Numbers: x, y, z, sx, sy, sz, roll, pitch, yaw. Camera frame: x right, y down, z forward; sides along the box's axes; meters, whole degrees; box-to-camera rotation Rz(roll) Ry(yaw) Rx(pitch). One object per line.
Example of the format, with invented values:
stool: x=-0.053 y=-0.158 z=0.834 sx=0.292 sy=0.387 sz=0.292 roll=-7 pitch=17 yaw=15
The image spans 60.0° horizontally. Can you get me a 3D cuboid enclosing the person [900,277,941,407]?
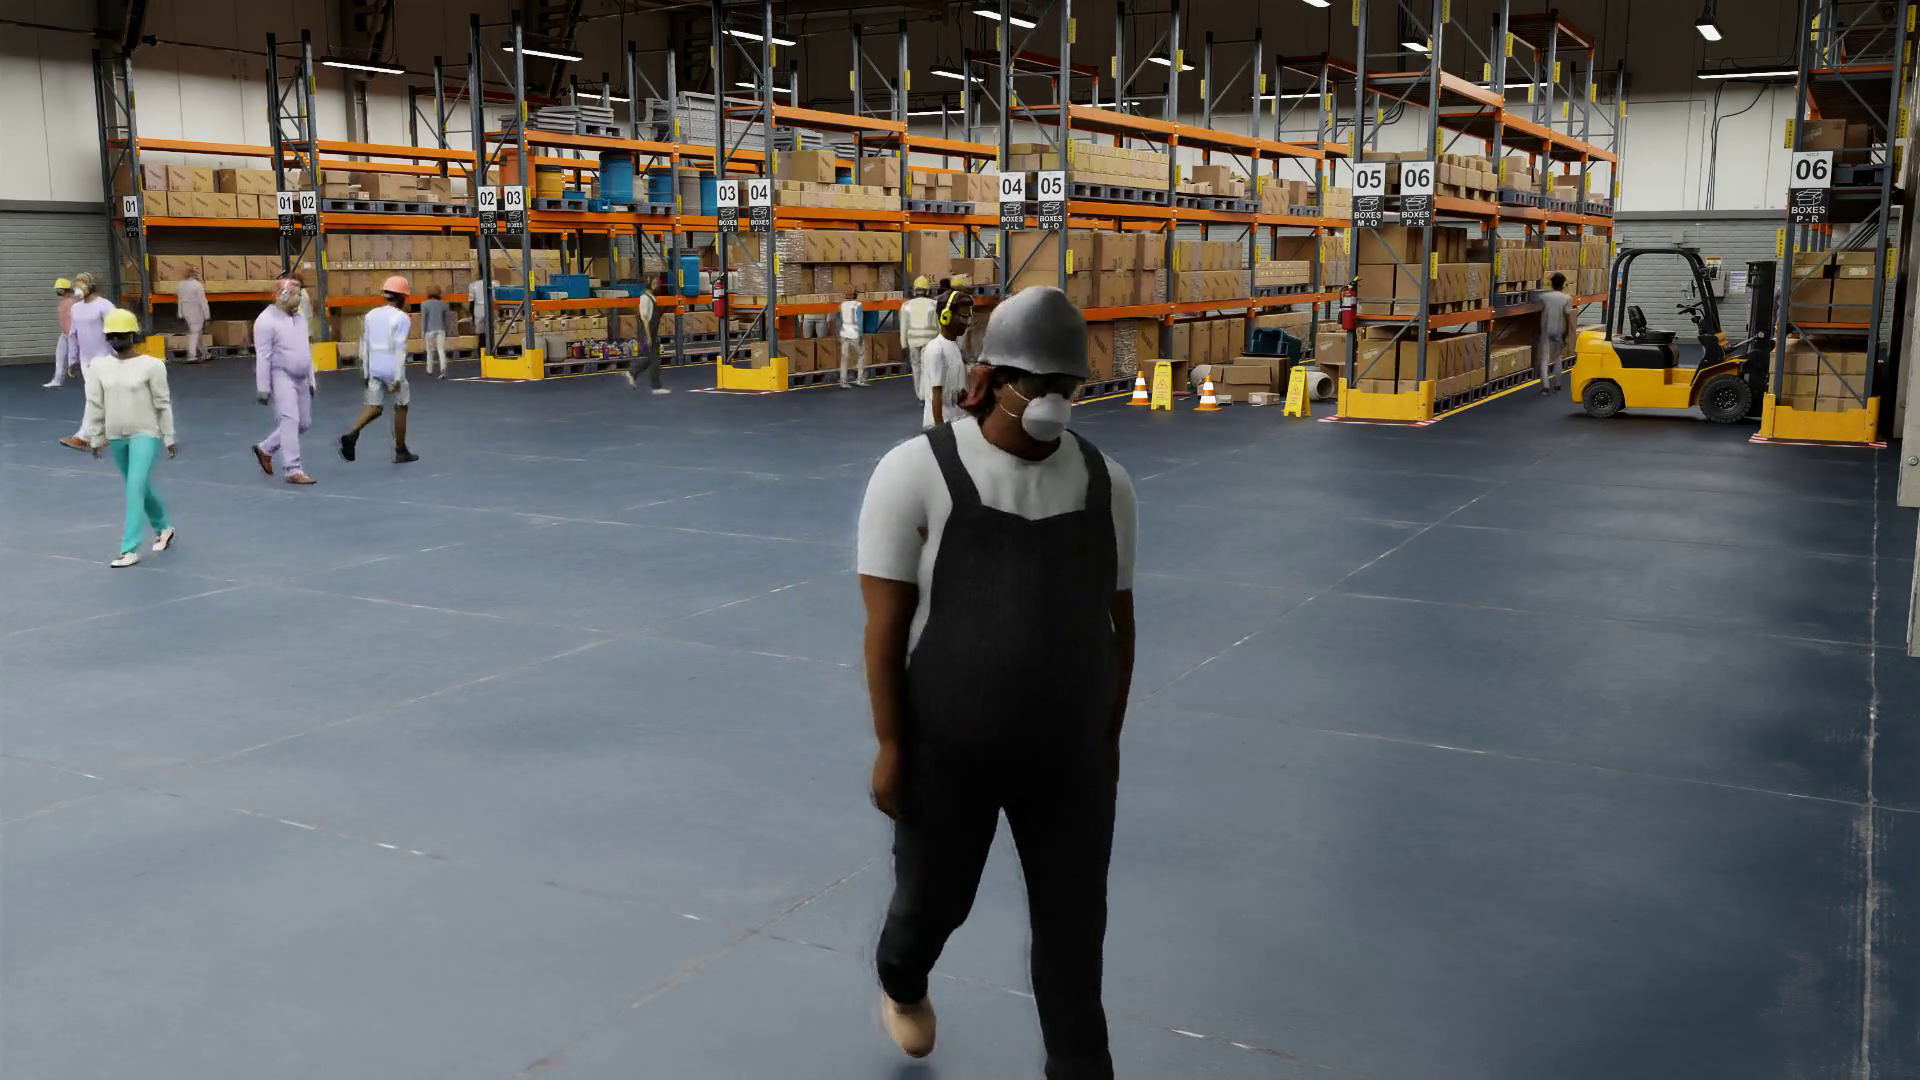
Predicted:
person: x=-0.518 y=-2.737 z=23.037 sx=0.593 sy=1.787 sz=0.946 roll=2 pitch=10 yaw=12

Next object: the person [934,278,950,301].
person: x=-0.270 y=-3.740 z=29.154 sx=0.548 sy=1.675 sz=0.584 roll=6 pitch=11 yaw=31

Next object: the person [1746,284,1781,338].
person: x=13.941 y=-3.793 z=28.813 sx=0.585 sy=1.921 sz=0.392 roll=5 pitch=11 yaw=29

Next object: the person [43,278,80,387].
person: x=-14.185 y=-3.312 z=26.550 sx=0.883 sy=1.725 sz=0.532 roll=-9 pitch=13 yaw=-44

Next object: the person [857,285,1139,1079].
person: x=0.103 y=0.398 z=3.909 sx=0.697 sy=2.000 sz=0.821 roll=-3 pitch=10 yaw=-15

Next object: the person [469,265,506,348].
person: x=-8.916 y=-4.247 z=31.438 sx=0.631 sy=1.919 sz=0.939 roll=0 pitch=10 yaw=-2

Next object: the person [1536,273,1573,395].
person: x=8.953 y=-3.105 z=25.099 sx=0.508 sy=1.814 sz=0.999 roll=4 pitch=11 yaw=23

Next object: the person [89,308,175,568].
person: x=-5.652 y=-0.722 z=11.391 sx=0.532 sy=1.727 sz=0.904 roll=1 pitch=10 yaw=4

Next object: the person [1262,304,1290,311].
person: x=7.101 y=-5.227 z=37.392 sx=0.618 sy=1.849 sz=1.055 roll=7 pitch=12 yaw=36

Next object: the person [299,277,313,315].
person: x=-13.682 y=-4.627 z=34.521 sx=0.501 sy=1.631 sz=0.285 roll=0 pitch=10 yaw=1

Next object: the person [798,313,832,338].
person: x=-2.575 y=-3.920 z=29.529 sx=0.626 sy=1.931 sz=0.373 roll=0 pitch=10 yaw=-2

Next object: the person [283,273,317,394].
person: x=-10.009 y=-3.064 z=24.821 sx=0.745 sy=1.817 sz=0.666 roll=-5 pitch=11 yaw=-27

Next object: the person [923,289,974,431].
person: x=-0.063 y=-0.645 z=10.538 sx=0.328 sy=1.865 sz=0.519 roll=2 pitch=10 yaw=9

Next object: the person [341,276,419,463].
person: x=-5.740 y=-1.665 z=16.456 sx=0.565 sy=1.894 sz=0.832 roll=4 pitch=11 yaw=24

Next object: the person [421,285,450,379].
person: x=-8.908 y=-3.544 z=28.309 sx=0.514 sy=1.585 sz=0.836 roll=-6 pitch=11 yaw=-31

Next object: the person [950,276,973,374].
person: x=-0.027 y=-3.635 z=28.431 sx=0.490 sy=1.730 sz=0.456 roll=7 pitch=12 yaw=34

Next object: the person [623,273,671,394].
person: x=-4.707 y=-3.083 z=24.930 sx=0.653 sy=1.825 sz=0.515 roll=0 pitch=10 yaw=2

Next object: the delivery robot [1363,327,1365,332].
delivery robot: x=9.211 y=-4.658 z=37.582 sx=0.707 sy=0.478 sz=0.477 roll=-1 pitch=10 yaw=-7

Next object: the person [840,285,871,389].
person: x=-1.652 y=-3.173 z=26.023 sx=0.537 sy=1.611 sz=0.645 roll=9 pitch=13 yaw=41

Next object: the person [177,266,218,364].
person: x=-14.731 y=-4.354 z=32.244 sx=0.676 sy=1.869 sz=0.879 roll=5 pitch=11 yaw=28

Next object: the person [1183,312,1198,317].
person: x=4.750 y=-4.623 z=33.762 sx=0.568 sy=1.885 sz=0.982 roll=7 pitch=12 yaw=37

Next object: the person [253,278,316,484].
person: x=-6.221 y=-1.457 z=15.257 sx=0.680 sy=1.876 sz=0.671 roll=2 pitch=10 yaw=13

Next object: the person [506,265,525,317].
person: x=-9.789 y=-5.117 z=36.658 sx=0.577 sy=1.882 sz=0.349 roll=6 pitch=11 yaw=30

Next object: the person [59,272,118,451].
person: x=-9.351 y=-1.903 z=17.820 sx=0.654 sy=1.892 sz=0.918 roll=5 pitch=11 yaw=27
